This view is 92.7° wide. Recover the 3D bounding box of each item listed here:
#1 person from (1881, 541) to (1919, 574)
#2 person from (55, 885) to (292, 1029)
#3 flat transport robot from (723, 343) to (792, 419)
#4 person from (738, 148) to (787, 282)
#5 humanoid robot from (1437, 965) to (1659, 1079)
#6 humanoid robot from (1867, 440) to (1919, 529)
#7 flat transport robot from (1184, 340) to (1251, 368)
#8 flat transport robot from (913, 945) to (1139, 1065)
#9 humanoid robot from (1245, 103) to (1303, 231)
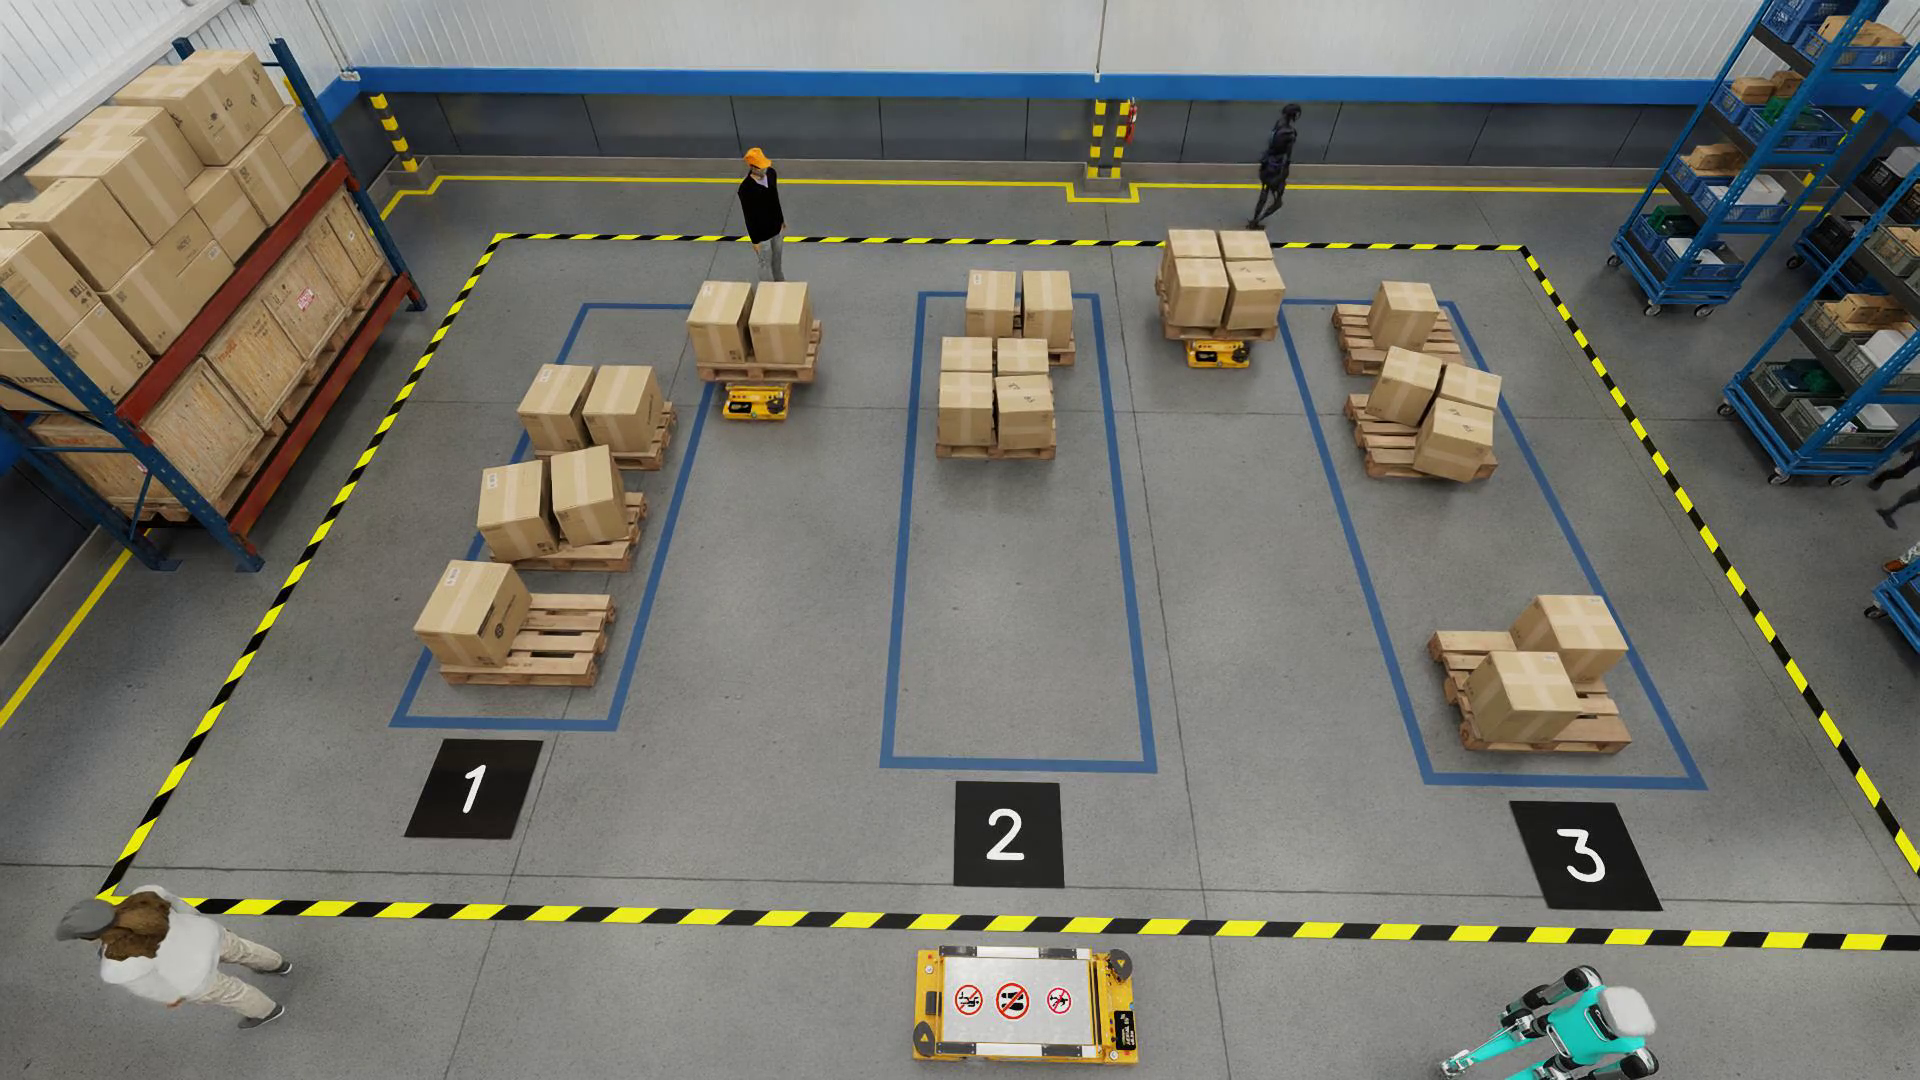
[{"bbox_3d":[8.702,-0.248,7.612,0.373,1.939,0.628,-23,54,-18],"label":"person"},{"bbox_3d":[-4.615,2.493,5.484,0.399,1.769,0.560,-10,51,-8],"label":"person"},{"bbox_3d":[-2.140,-1.880,10.000,0.652,0.197,1.431,1,51,1],"label":"flat transport robot"},{"bbox_3d":[-2.154,-3.496,10.293,0.369,1.883,0.591,22,54,17],"label":"person"},{"bbox_3d":[3.098,2.884,5.101,0.735,1.676,0.533,-12,52,-10],"label":"humanoid robot"},{"bbox_3d":[8.998,-0.849,8.291,0.592,1.635,0.664,23,54,18],"label":"humanoid robot"},{"bbox_3d":[2.878,-2.513,10.517,0.652,0.197,1.431,1,51,1],"label":"flat transport robot"},{"bbox_3d":[0.422,3.041,6.007,1.431,0.231,0.659,1,51,1],"label":"flat transport robot"},{"bbox_3d":[3.862,-4.577,11.311,0.358,1.648,0.588,-8,51,-6],"label":"humanoid robot"}]
